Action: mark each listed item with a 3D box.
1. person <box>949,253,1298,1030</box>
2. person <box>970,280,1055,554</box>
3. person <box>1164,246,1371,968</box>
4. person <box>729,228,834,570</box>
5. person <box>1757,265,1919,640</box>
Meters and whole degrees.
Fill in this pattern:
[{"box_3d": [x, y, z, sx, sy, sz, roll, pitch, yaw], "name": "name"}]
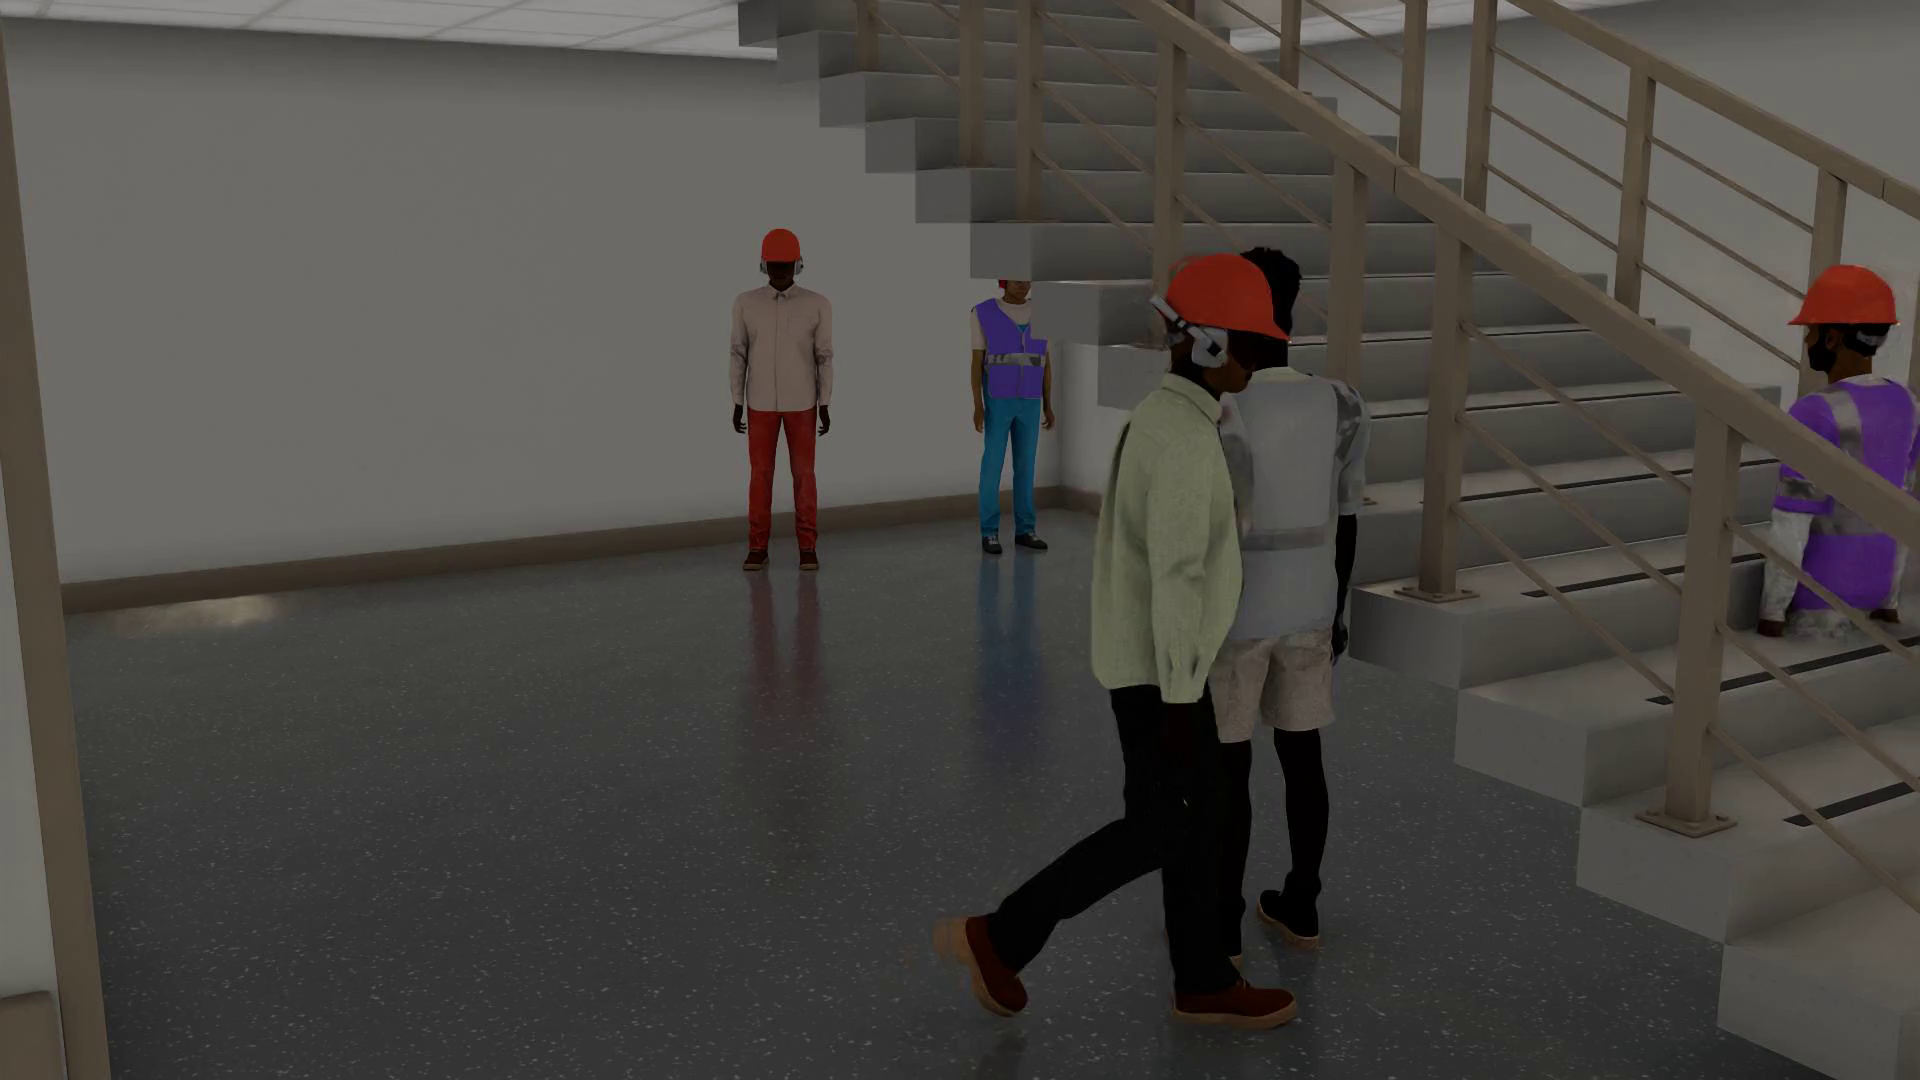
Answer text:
[{"box_3d": [0.422, 0.288, 4.060, 0.805, 1.967, 0.654, 1, 11, 4], "name": "person"}, {"box_3d": [0.325, -0.845, 10.318, 0.565, 1.840, 0.390, -5, 12, -26], "name": "person"}, {"box_3d": [0.810, 0.194, 4.534, 0.603, 1.961, 0.368, -5, 12, -23], "name": "person"}, {"box_3d": [-1.042, -0.810, 9.723, 0.611, 1.994, 0.379, 0, 11, -1], "name": "person"}, {"box_3d": [2.657, 0.142, 4.962, 0.551, 1.911, 0.899, -7, 13, -31], "name": "person"}]
